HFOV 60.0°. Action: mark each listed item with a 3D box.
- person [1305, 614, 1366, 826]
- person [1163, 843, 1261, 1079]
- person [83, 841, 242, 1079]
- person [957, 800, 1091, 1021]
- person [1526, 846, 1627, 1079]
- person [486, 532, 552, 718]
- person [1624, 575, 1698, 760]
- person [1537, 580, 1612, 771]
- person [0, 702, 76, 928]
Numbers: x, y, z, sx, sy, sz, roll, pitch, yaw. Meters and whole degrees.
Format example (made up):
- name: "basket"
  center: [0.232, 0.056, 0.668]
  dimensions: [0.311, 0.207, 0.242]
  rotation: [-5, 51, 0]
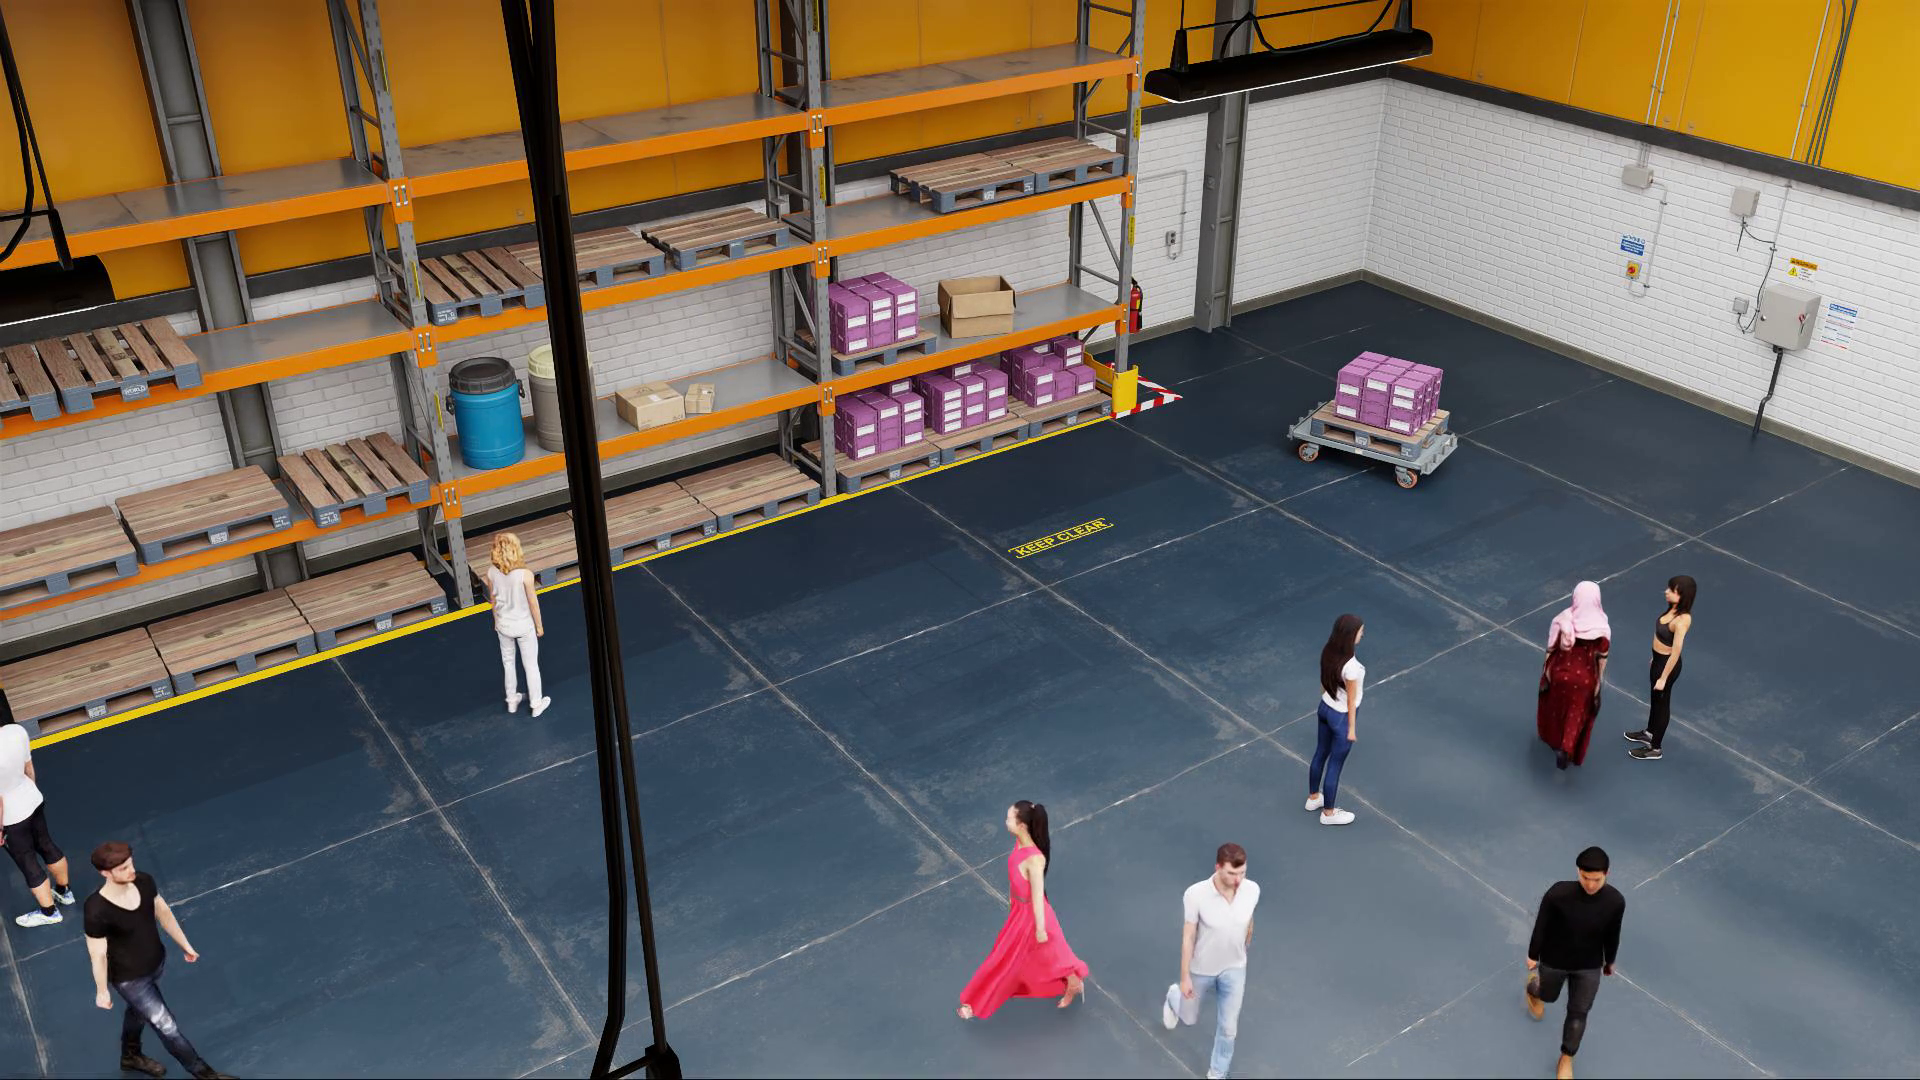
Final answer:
- name: "person"
  center: [2.830, 1.343, 12.538]
  dimensions: [0.617, 1.776, 0.650]
  rotation: [-8, 30, -15]
- name: "person"
  center: [1.529, 2.569, 10.235]
  dimensions: [1.064, 1.830, 0.975]
  rotation: [-6, 29, -11]
- name: "person"
  center: [-5.096, 2.605, 10.144]
  dimensions: [1.230, 1.853, 1.206]
  rotation: [7, 29, 13]
- name: "person"
  center: [0.525, 2.405, 10.701]
  dimensions: [1.198, 1.672, 0.914]
  rotation: [-5, 29, -10]
- name: "person"
  center: [3.822, 2.543, 10.427]
  dimensions: [1.075, 1.693, 1.140]
  rotation: [4, 29, 7]
- name: "person"
  center: [-3.701, 0.699, 13.831]
  dimensions: [0.678, 1.668, 0.734]
  rotation: [6, 29, 10]
- name: "person"
  center: [5.650, 1.003, 13.299]
  dimensions: [0.677, 1.644, 0.610]
  rotation: [6, 29, 11]
- name: "person"
  center: [4.840, 1.089, 13.165]
  dimensions: [0.926, 1.623, 1.053]
  rotation: [11, 31, 20]
- name: "person"
  center: [-6.519, 1.858, 11.516]
  dimensions: [0.785, 1.851, 0.752]
  rotation: [2, 29, 4]
